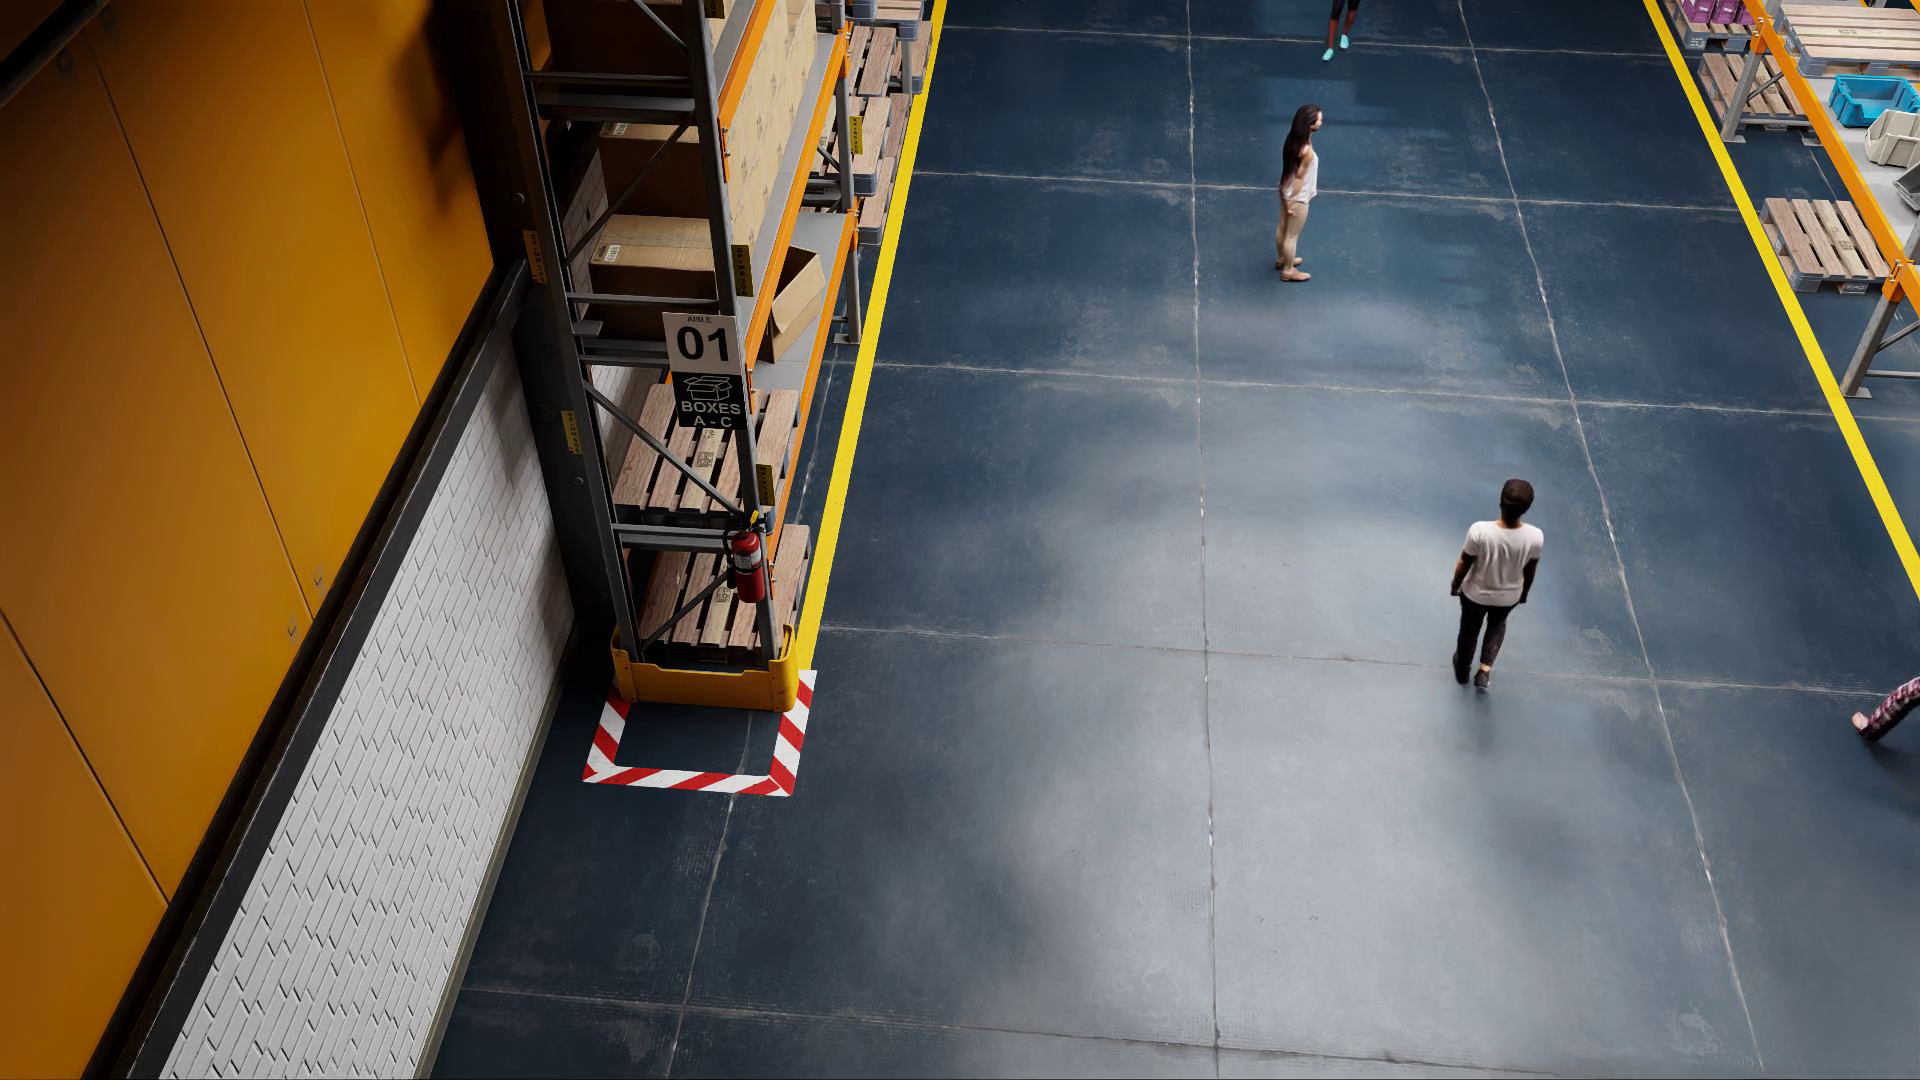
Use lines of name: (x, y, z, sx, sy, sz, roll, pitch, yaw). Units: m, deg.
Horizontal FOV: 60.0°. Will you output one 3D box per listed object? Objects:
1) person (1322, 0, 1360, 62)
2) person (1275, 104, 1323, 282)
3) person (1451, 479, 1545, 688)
person: (4.063, -5.860, 17.125, 0.665, 1.697, 0.954, 9, 44, 9)
person: (2.830, -2.942, 14.095, 0.672, 1.652, 0.607, -26, 50, -25)
person: (3.398, 0.346, 10.596, 0.645, 1.717, 0.693, 6, 44, 6)
